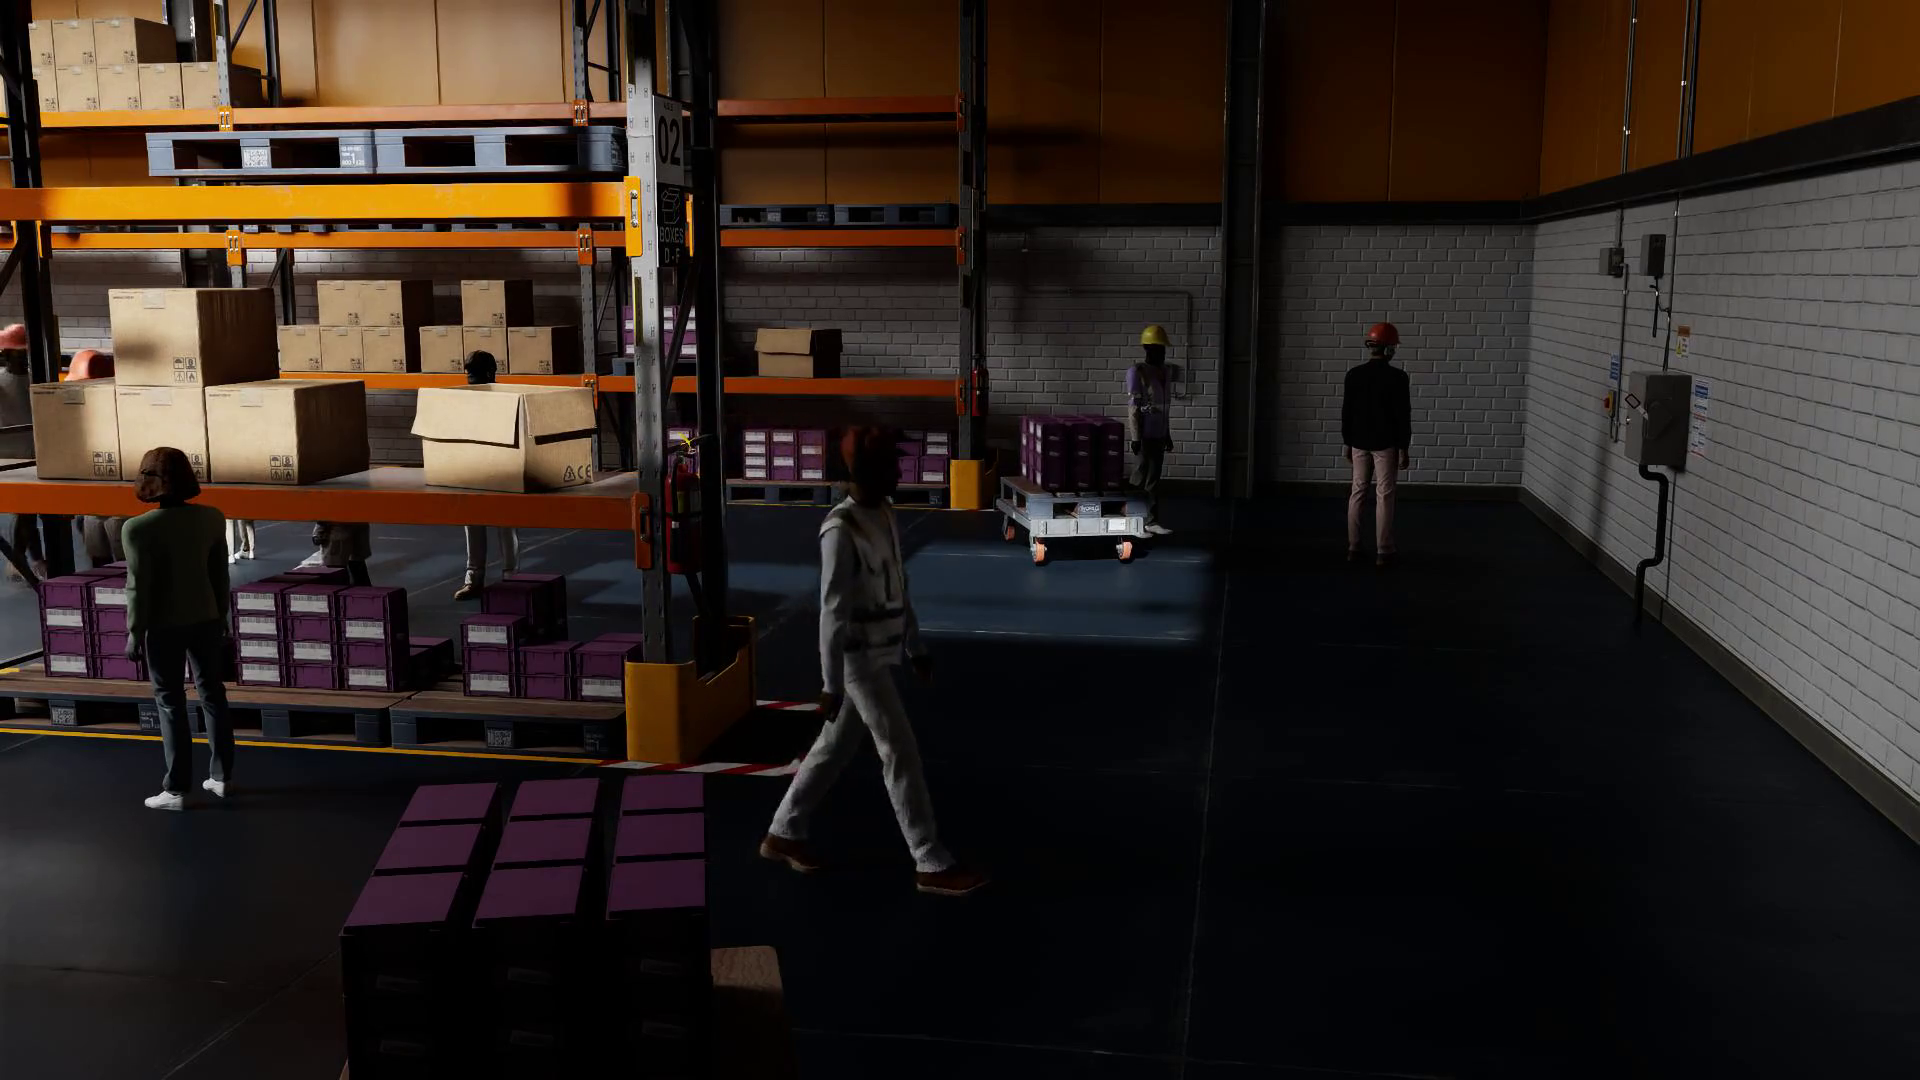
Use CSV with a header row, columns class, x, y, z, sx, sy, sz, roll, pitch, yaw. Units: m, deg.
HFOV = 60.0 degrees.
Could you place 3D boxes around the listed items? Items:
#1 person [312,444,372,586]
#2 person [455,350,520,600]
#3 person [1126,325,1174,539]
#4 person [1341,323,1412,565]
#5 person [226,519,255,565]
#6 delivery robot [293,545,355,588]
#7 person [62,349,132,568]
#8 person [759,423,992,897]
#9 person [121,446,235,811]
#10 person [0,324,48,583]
class,x,y,z,sx,sy,sz,roll,pitch,yaw
person,-3.918,-0.124,10.515,0.315,1.696,0.541,2,9,10
person,-3.470,-0.463,12.175,0.633,1.841,0.429,2,9,13
person,1.740,-0.984,15.135,0.359,1.930,0.587,8,12,40
person,3.451,-0.793,13.744,0.386,1.992,0.625,-9,12,-43
person,-6.057,-0.615,13.733,0.307,1.641,0.523,3,10,18
delivery robot,-4.348,0.256,11.399,0.477,0.478,0.707,0,9,-4
person,-5.296,-0.209,10.303,0.550,1.935,0.371,4,10,23
person,-0.380,0.459,6.485,0.975,1.845,0.593,2,9,11
person,-3.512,0.394,7.487,0.277,1.636,0.507,5,11,30
person,-7.053,-0.631,12.687,0.931,2.001,0.635,4,10,25
